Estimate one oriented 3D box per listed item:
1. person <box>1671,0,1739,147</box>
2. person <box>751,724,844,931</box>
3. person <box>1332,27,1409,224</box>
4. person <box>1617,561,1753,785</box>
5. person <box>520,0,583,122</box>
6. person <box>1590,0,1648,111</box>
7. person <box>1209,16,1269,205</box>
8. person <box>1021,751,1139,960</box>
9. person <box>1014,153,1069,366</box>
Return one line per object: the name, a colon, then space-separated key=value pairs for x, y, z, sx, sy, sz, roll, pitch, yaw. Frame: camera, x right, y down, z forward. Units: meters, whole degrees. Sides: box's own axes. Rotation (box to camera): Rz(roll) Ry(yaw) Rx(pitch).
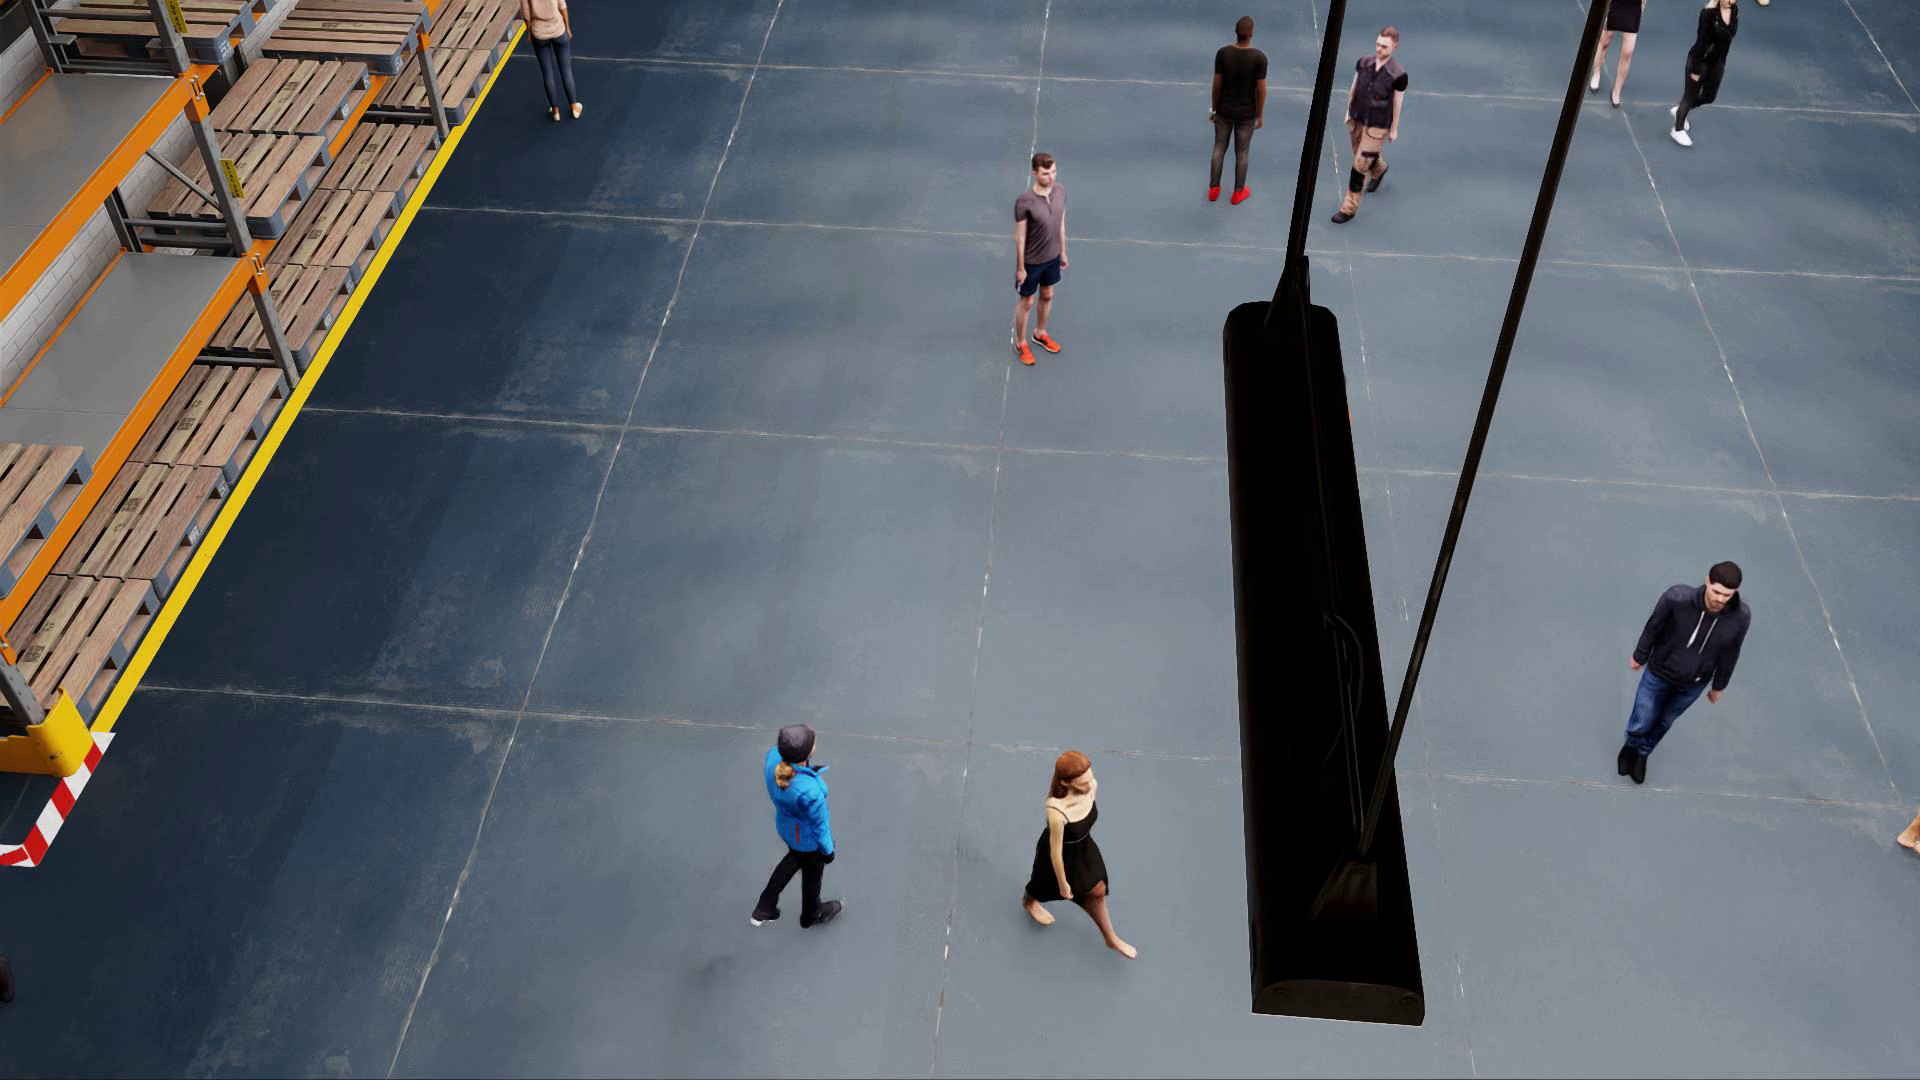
person: x=7.071 y=-4.605 z=15.962 sx=0.745 sy=1.668 sz=0.793 roll=-17 pitch=46 yaw=-17
person: x=-0.959 y=1.676 z=9.284 sx=0.913 sy=1.787 sz=0.864 roll=-26 pitch=49 yaw=-25
person: x=3.770 y=-3.797 z=15.009 sx=1.217 sy=1.813 sz=1.153 roll=-30 pitch=51 yaw=-28
person: x=4.409 y=0.738 z=10.200 sx=0.751 sy=1.880 sz=0.703 roll=12 pitch=45 yaw=13
person: x=-4.013 y=-4.946 z=16.230 sx=0.647 sy=1.792 sz=0.619 roll=-8 pitch=44 yaw=-8
person: x=6.579 y=-5.297 z=16.586 sx=0.618 sy=1.809 sz=0.859 roll=6 pitch=44 yaw=6
person: x=2.508 y=-3.904 z=15.127 sx=0.693 sy=1.805 sz=0.618 roll=14 pitch=45 yaw=14
person: x=0.522 y=1.707 z=9.392 sx=1.008 sy=1.592 sz=1.030 roll=-33 pitch=53 yaw=-30
person: x=0.636 y=-2.284 z=13.392 sx=0.728 sy=1.854 sz=0.768 roll=-26 pitch=49 yaw=-25
